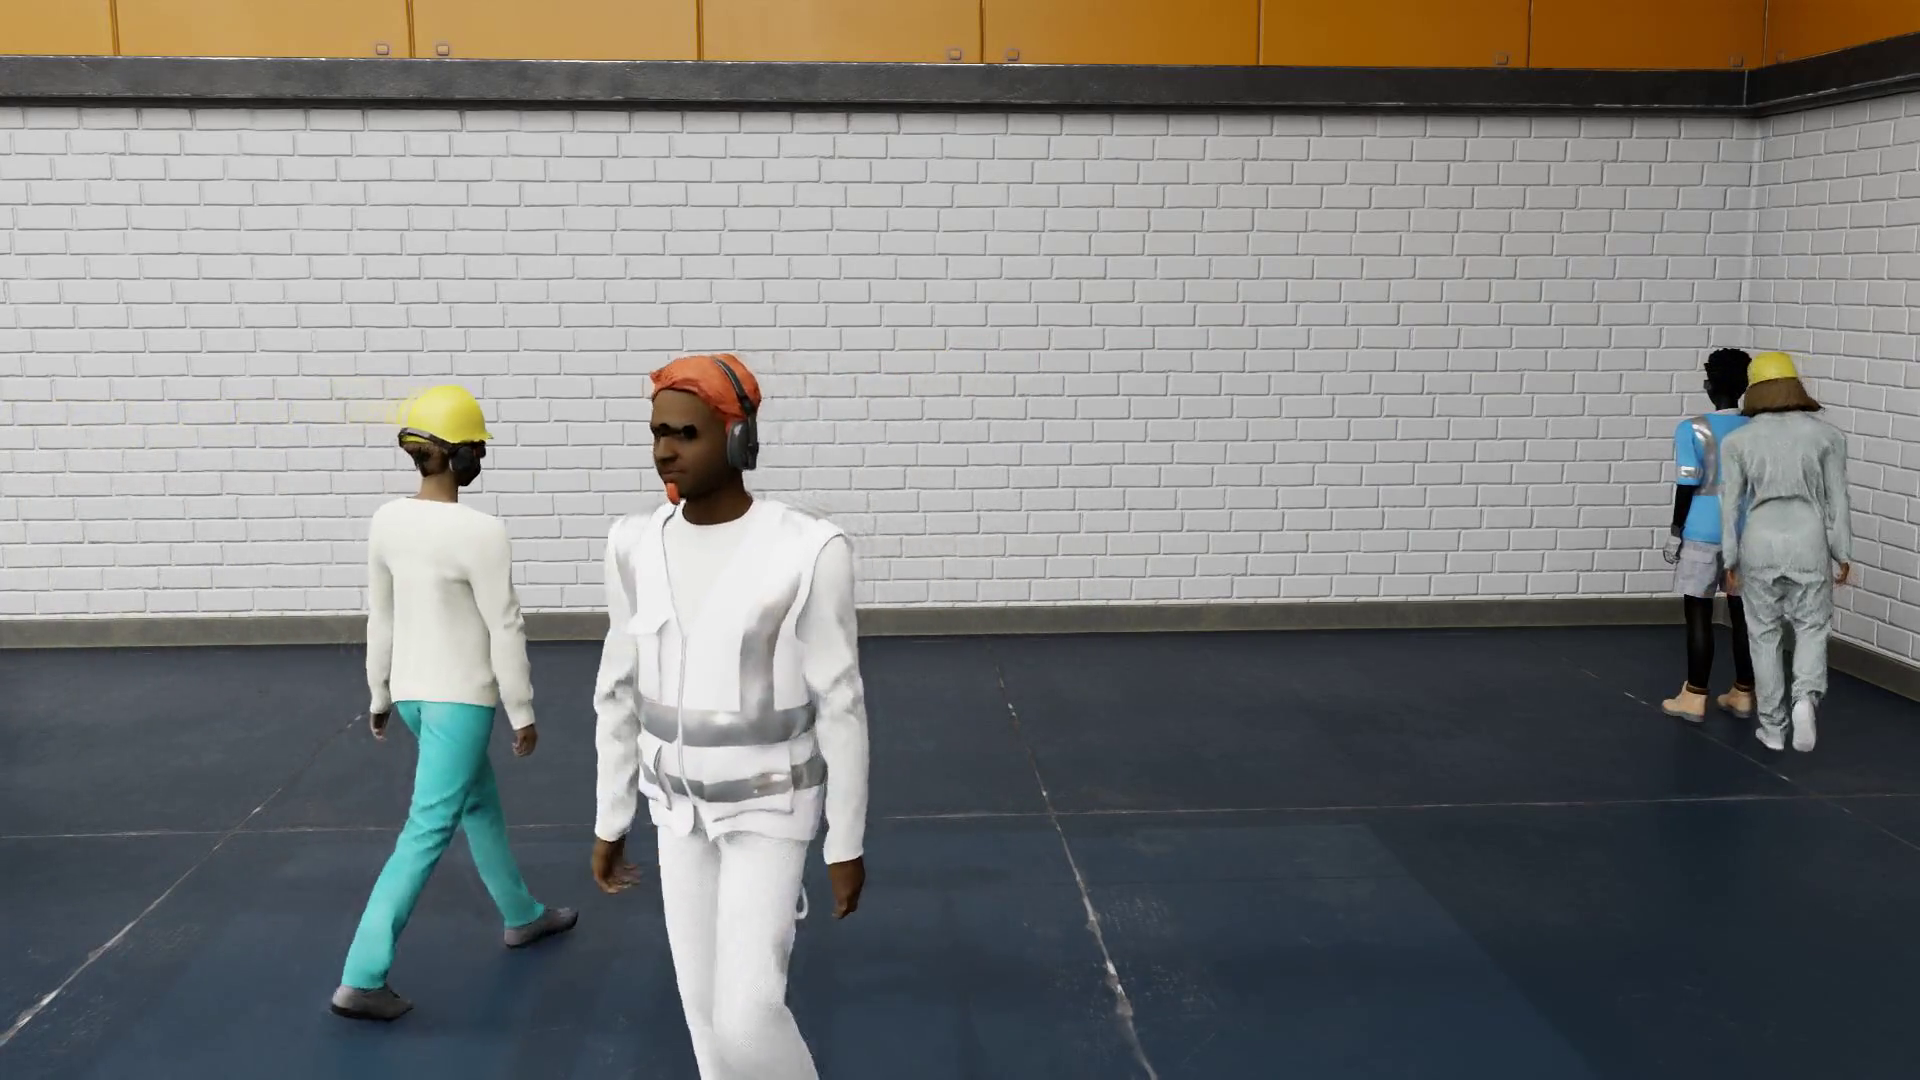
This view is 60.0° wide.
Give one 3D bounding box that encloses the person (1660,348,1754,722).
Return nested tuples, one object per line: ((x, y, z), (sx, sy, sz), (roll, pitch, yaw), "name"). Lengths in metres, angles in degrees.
((3.448, -0.019, 7.556), (0.540, 1.695, 0.317), (-2, 9, -13), "person")

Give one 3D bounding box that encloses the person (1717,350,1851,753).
((3.442, 0.069, 6.972), (0.535, 1.702, 0.607), (4, 10, 23), "person")

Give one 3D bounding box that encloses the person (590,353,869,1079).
((-0.477, 0.568, 3.336), (0.594, 1.870, 0.429), (5, 10, 30), "person")

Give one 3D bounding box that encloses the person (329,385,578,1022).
((-1.444, 0.432, 4.650), (0.534, 1.727, 0.916), (6, 11, 35), "person")
